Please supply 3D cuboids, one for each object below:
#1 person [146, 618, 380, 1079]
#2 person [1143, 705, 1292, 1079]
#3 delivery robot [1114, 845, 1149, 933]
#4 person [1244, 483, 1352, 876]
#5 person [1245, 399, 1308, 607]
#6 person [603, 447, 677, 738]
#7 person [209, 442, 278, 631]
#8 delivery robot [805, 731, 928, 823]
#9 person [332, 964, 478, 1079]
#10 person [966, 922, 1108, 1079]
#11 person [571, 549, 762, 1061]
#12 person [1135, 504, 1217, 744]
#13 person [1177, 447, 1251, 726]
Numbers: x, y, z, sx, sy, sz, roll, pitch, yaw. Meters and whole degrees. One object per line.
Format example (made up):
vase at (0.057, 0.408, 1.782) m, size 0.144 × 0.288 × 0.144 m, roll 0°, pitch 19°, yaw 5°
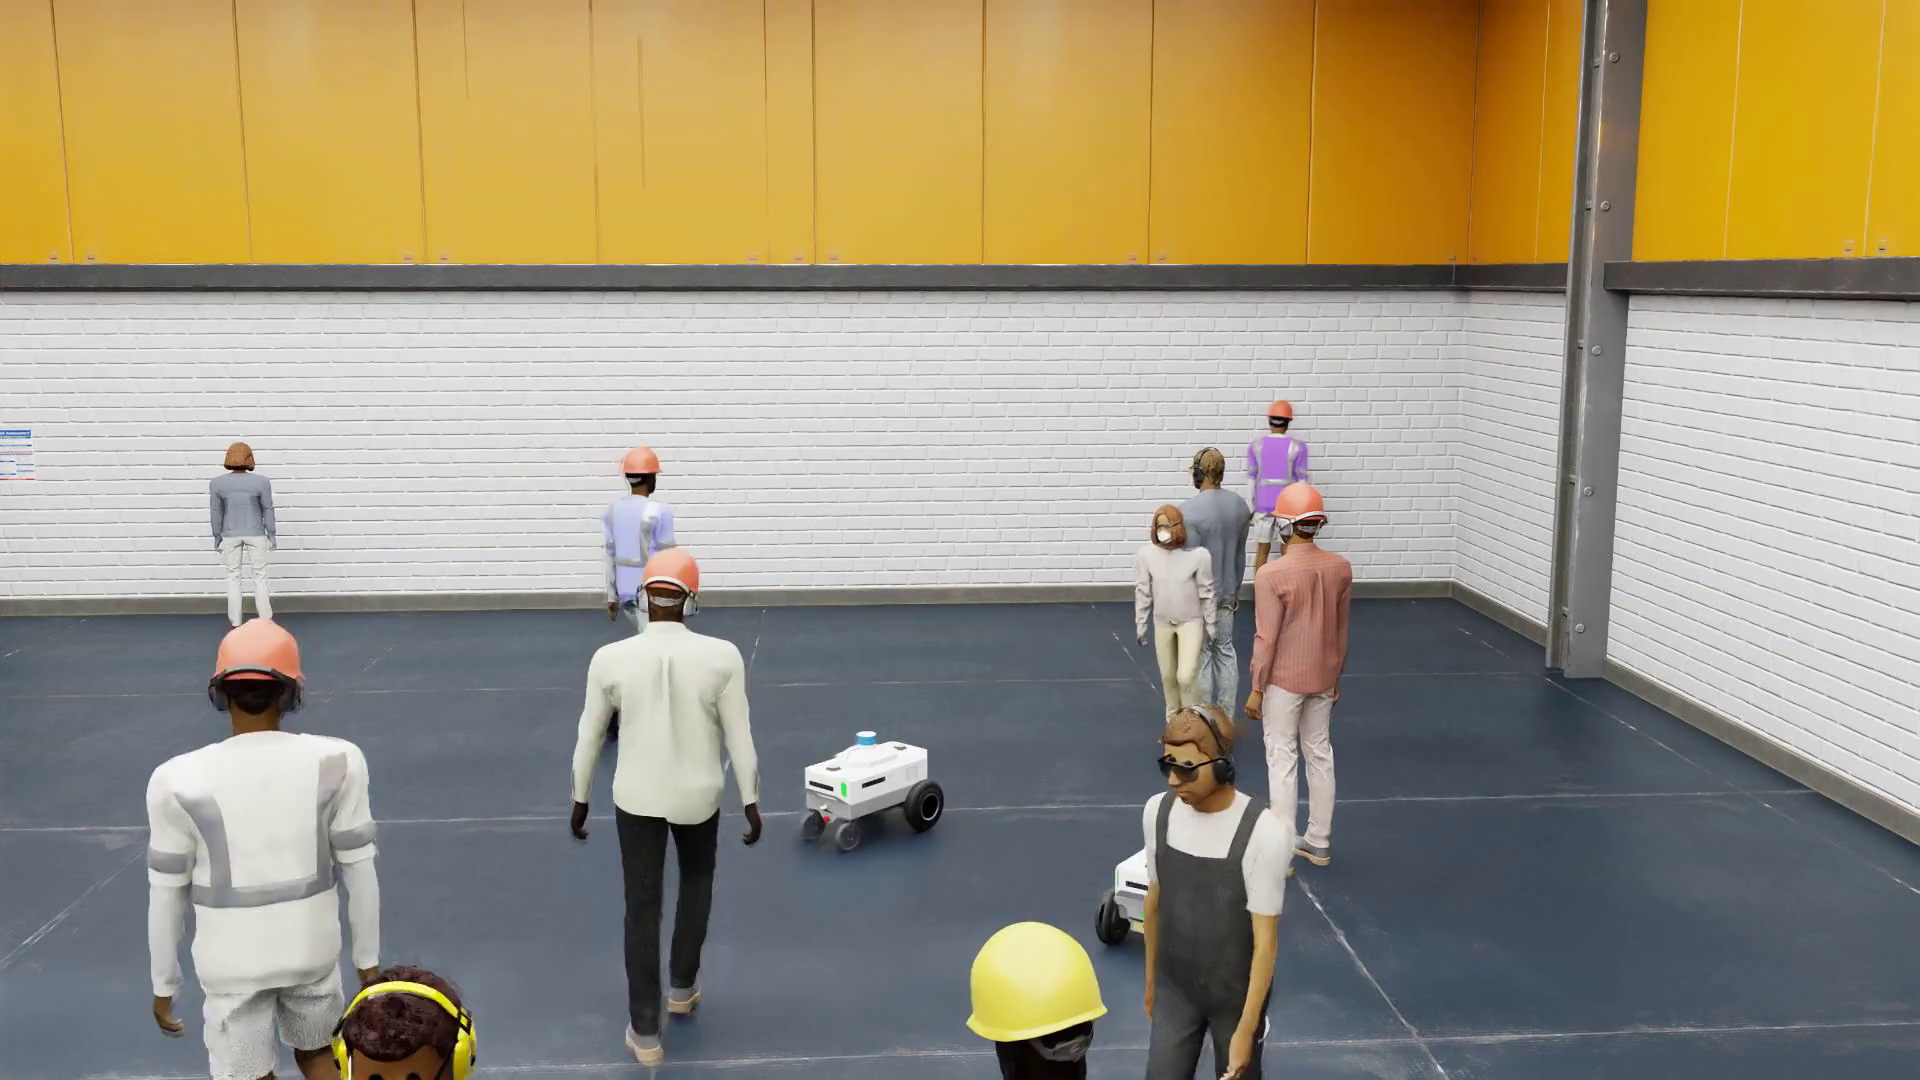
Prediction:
person at (-2.084, 1.244, 5.003) m, size 0.615 × 2.018 × 0.434 m, roll -6°, pitch 11°, yaw -35°
person at (0.782, 1.346, 5.016) m, size 0.511 × 1.809 × 0.830 m, roll 6°, pitch 11°, yaw 35°
delivery robot at (1.002, 1.509, 7.595) m, size 0.477 × 0.478 × 0.707 m, roll 6°, pitch 11°, yaw 33°
person at (1.707, 0.703, 8.447) m, size 0.619 × 1.994 × 0.381 m, roll -6°, pitch 11°, yaw -32°
person at (2.854, -0.306, 15.024) m, size 0.561 × 1.915 × 0.434 m, roll 4°, pitch 10°, yaw 22°
person at (-2.162, 0.342, 11.015) m, size 0.549 × 1.909 × 0.879 m, roll 6°, pitch 11°, yaw 35°
person at (-6.054, -0.013, 14.074) m, size 0.507 × 1.631 × 0.266 m, roll -2°, pitch 9°, yaw -12°
delivery robot at (-0.504, 1.283, 9.018) m, size 0.477 × 0.478 × 0.707 m, roll 8°, pitch 12°, yaw 40°
person at (-1.041, 1.649, 3.066) m, size 0.578 × 1.817 × 0.836 m, roll -2°, pitch 9°, yaw -10°
person at (0.160, 1.615, 2.965) m, size 0.585 × 1.917 × 0.381 m, roll -9°, pitch 13°, yaw -44°
person at (-1.172, 1.012, 6.632) m, size 0.750 × 1.941 × 0.791 m, roll -1°, pitch 9°, yaw -9°
person at (1.372, 0.559, 10.610) m, size 0.513 × 1.595 × 0.545 m, roll 5°, pitch 10°, yaw 27°
person at (1.595, 0.366, 10.733) m, size 0.637 × 1.938 × 0.357 m, roll -8°, pitch 12°, yaw -40°
